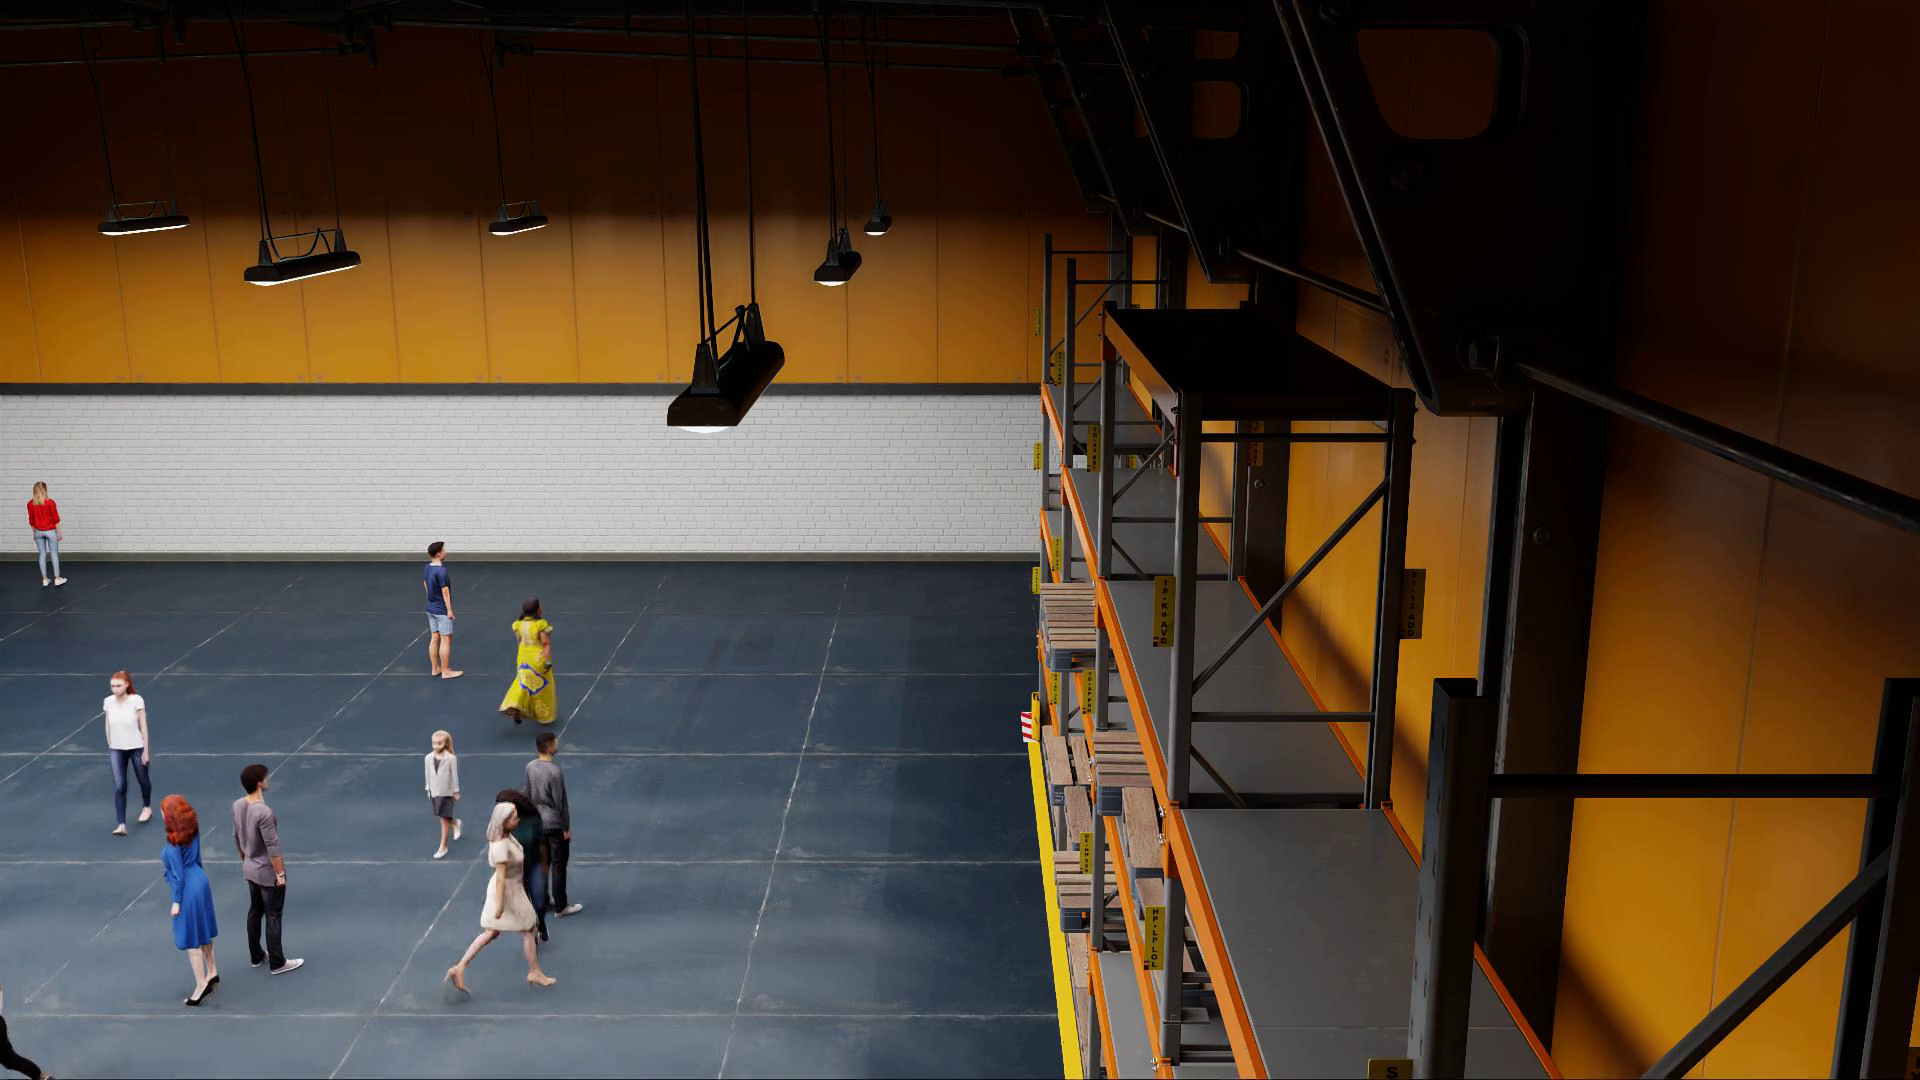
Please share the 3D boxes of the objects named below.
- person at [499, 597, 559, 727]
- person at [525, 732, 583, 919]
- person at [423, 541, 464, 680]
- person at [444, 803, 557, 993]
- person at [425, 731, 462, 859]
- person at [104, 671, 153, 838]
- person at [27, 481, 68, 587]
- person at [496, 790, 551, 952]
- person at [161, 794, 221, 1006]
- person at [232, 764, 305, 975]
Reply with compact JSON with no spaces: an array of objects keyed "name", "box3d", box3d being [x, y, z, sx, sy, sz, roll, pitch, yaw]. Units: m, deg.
[{"name":"person","box3d":[-5.223,1.516,20.229,0.963,1.645,1.160,5,14,18]},{"name":"person","box3d":[-3.800,2.624,15.409,0.696,1.760,0.702,8,16,31]},{"name":"person","box3d":[-6.964,0.925,22.242,0.702,1.846,0.747,12,18,39]},{"name":"person","box3d":[-3.891,3.026,13.874,0.951,1.700,1.150,-6,15,-22]},{"name":"person","box3d":[-5.213,2.532,16.857,0.642,1.257,0.900,4,14,14]},{"name":"person","box3d":[-8.625,2.186,17.358,0.712,1.693,1.132,-2,14,-9]},{"name":"person","box3d":[-14.738,-0.108,26.808,0.639,1.705,0.541,-2,14,-7]},{"name":"person","box3d":[-3.834,2.898,14.654,0.721,1.583,0.821,-6,15,-23]},{"name":"person","box3d":[-6.400,2.976,13.813,0.669,1.827,0.497,0,14,1]},{"name":"person","box3d":[-6.031,2.828,14.373,0.751,1.851,0.744,9,16,32]}]
